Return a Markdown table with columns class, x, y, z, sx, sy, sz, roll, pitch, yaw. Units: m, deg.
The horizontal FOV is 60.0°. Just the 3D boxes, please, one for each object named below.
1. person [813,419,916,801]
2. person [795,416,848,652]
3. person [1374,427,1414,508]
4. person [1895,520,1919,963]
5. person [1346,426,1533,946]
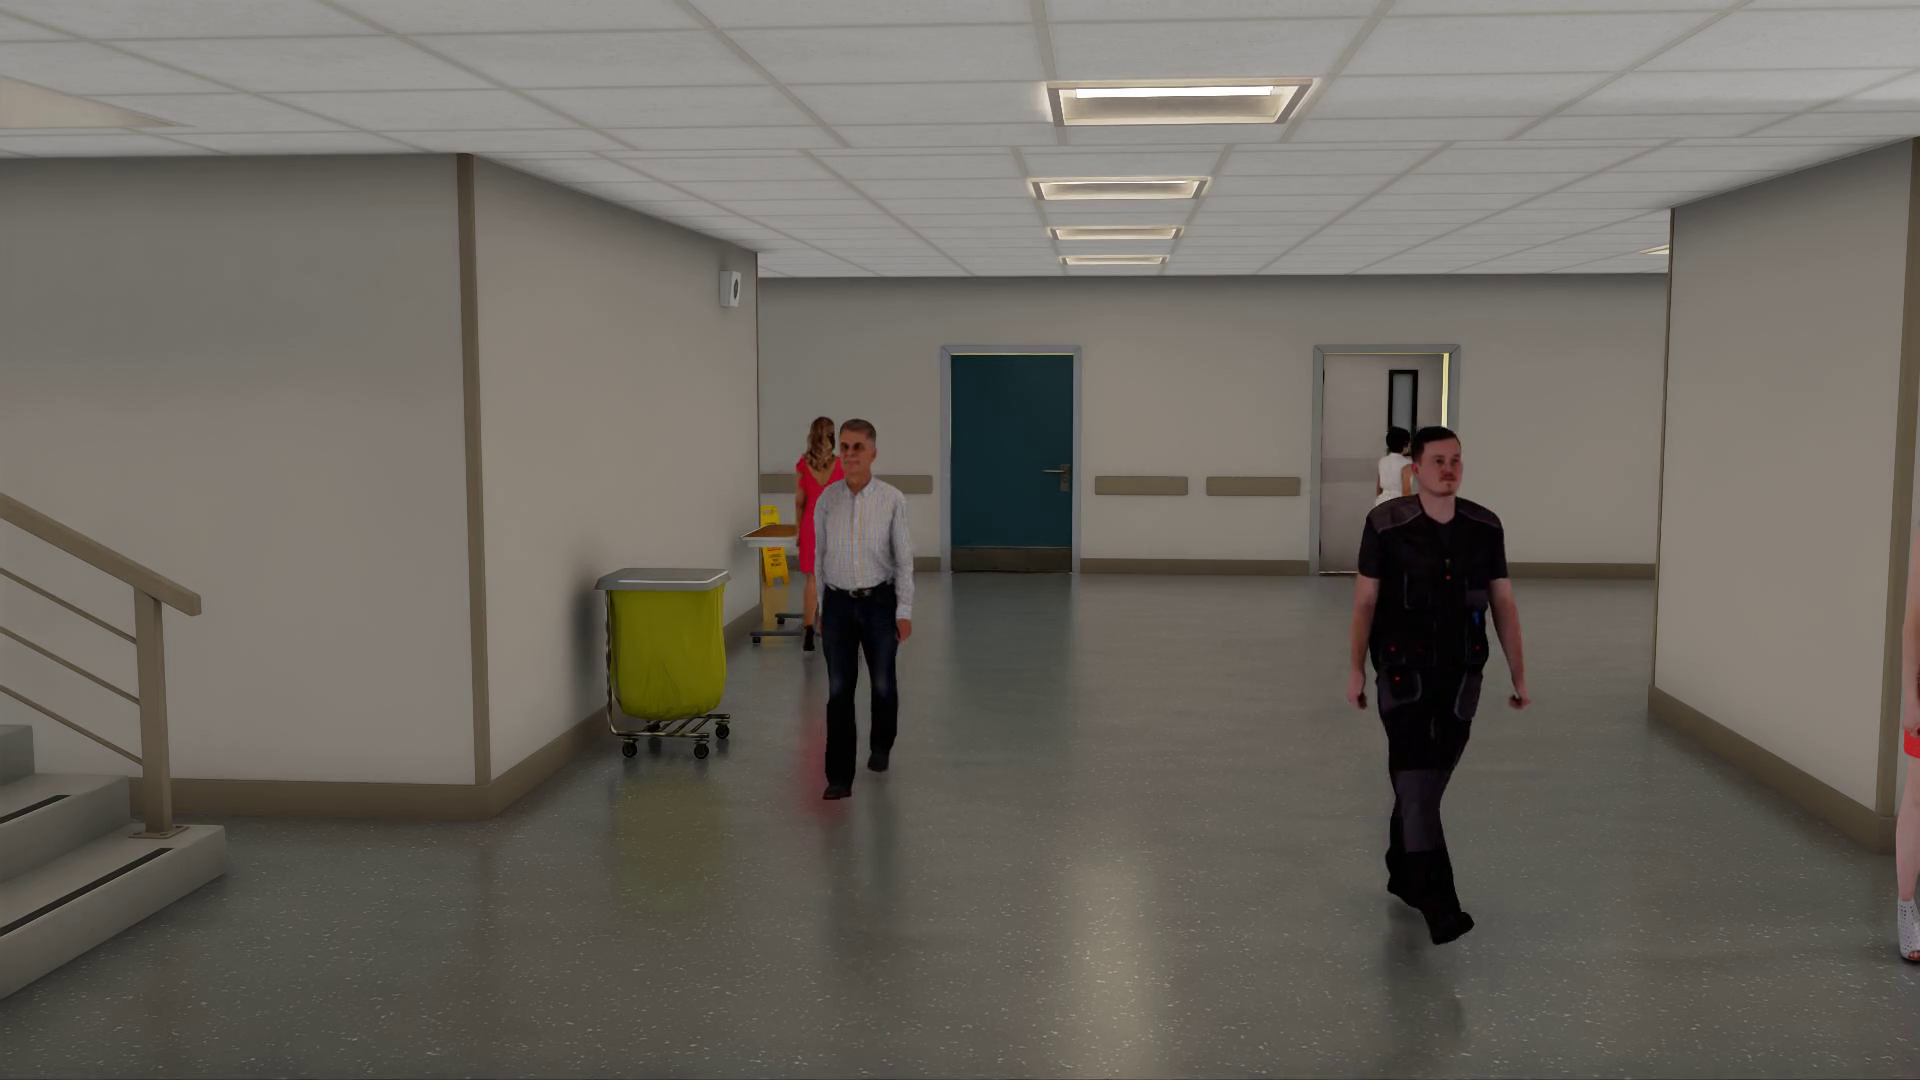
| class | x | y | z | sx | sy | sz | roll | pitch | yaw |
| --- | --- | --- | --- | --- | --- | --- | --- | --- | --- |
| person | -0.448 | 0.332 | 8.086 | 1.124 | 1.776 | 0.757 | 1 | 6 | 9 |
| person | -1.011 | -0.018 | 11.988 | 0.862 | 1.691 | 0.638 | 0 | 6 | 5 |
| person | 3.819 | -0.222 | 14.763 | 0.706 | 1.542 | 0.664 | -4 | 7 | -33 |
| person | 3.469 | 0.541 | 5.750 | 0.445 | 1.827 | 0.651 | 0 | 6 | 3 |
| person | 1.692 | 0.513 | 6.133 | 1.154 | 1.807 | 0.987 | -1 | 6 | -8 |
